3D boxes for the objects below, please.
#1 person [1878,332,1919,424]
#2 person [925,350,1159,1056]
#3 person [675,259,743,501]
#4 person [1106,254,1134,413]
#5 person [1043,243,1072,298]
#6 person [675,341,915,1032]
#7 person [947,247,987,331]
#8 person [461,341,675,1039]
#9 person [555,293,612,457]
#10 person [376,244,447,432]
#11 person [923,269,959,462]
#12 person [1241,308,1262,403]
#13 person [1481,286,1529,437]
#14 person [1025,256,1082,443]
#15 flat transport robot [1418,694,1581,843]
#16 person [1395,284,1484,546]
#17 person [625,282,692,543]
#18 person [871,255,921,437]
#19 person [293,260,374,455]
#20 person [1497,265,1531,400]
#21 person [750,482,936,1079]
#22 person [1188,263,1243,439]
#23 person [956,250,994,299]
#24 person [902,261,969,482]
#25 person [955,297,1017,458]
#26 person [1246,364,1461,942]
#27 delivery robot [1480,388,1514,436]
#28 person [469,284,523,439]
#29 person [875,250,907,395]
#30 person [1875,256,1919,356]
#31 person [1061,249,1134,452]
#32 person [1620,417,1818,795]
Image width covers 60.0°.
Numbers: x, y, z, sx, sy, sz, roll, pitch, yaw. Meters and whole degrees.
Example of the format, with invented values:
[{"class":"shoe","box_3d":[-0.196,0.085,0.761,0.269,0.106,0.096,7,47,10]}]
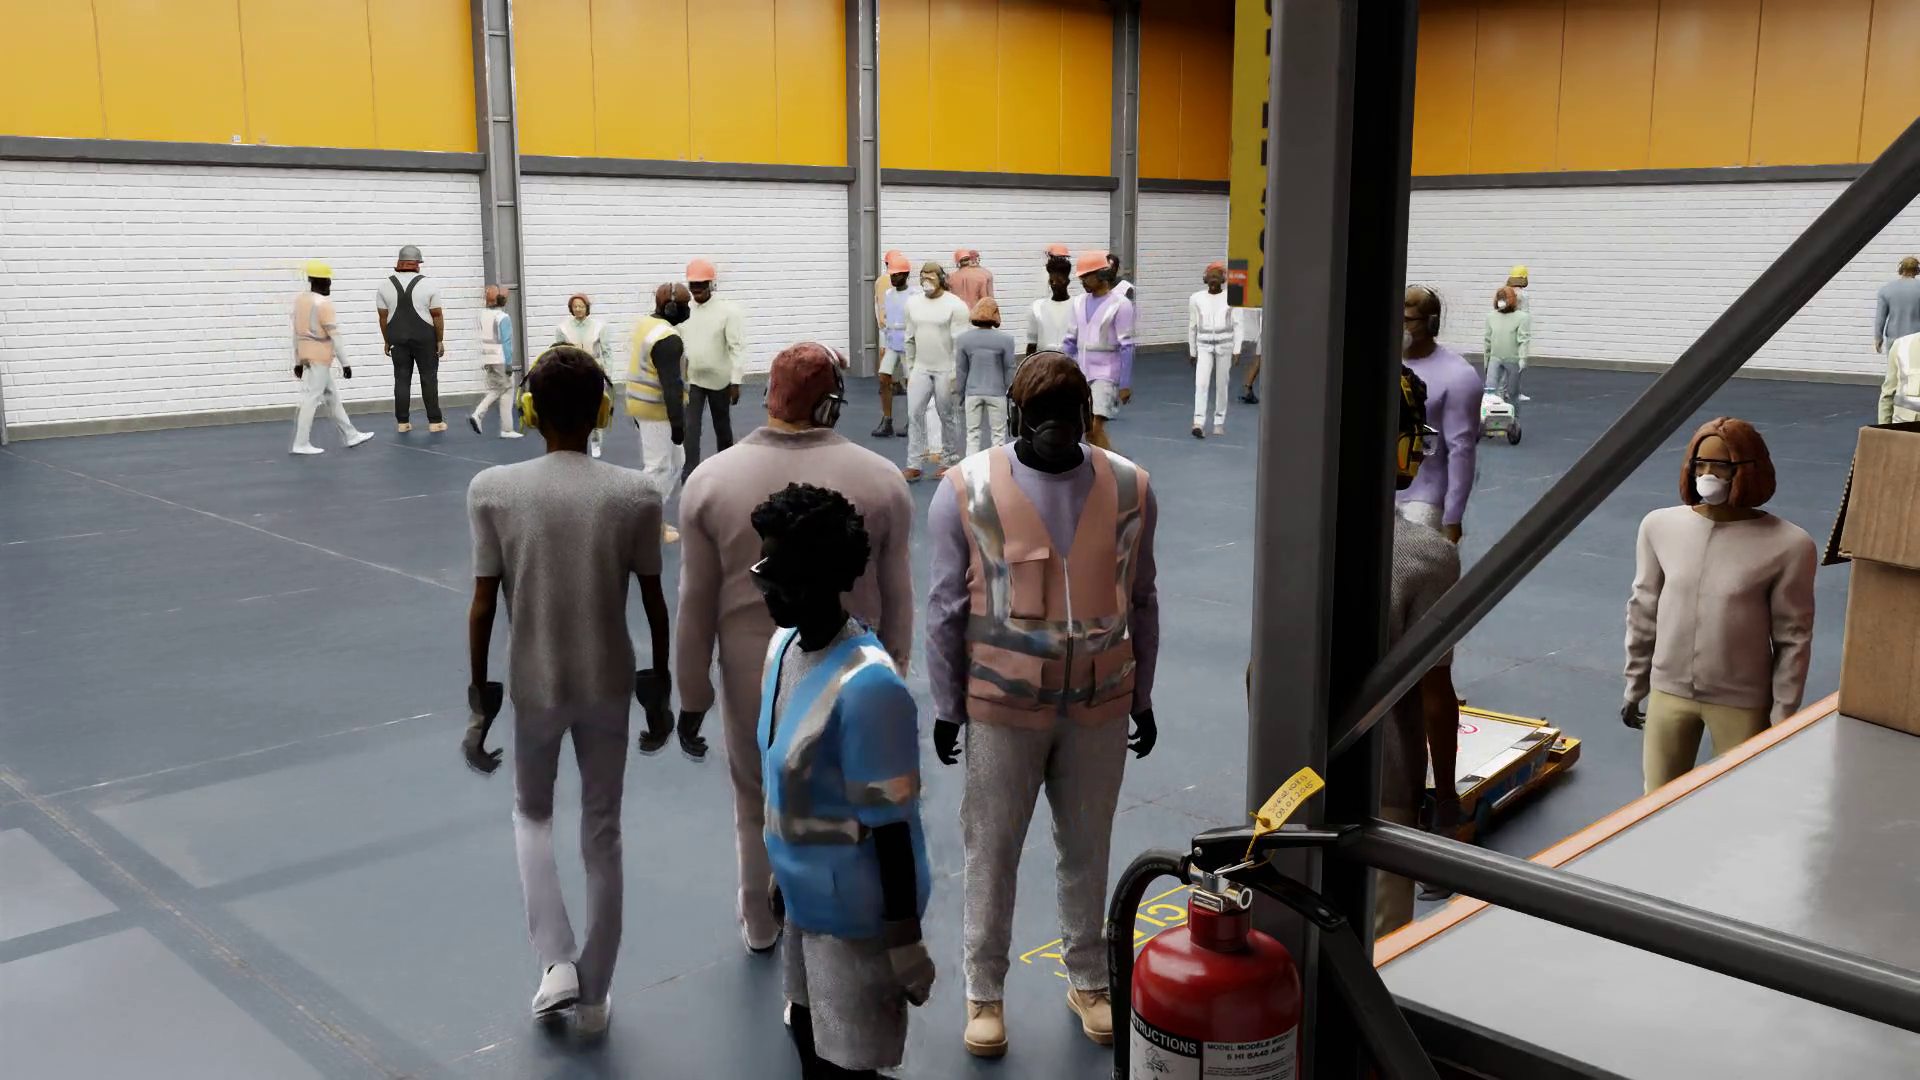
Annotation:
[{"class":"person","box_3d":[6.039,-0.668,10.354,0.601,1.830,0.403,8,13,37]},{"class":"person","box_3d":[0.226,0.427,4.357,0.633,1.843,0.429,-2,11,-12]},{"class":"person","box_3d":[-2.068,-1.311,13.571,0.638,1.941,1.020,1,10,7]},{"class":"person","box_3d":[1.790,-2.458,19.895,0.631,1.906,0.487,9,14,41]},{"class":"person","box_3d":[1.363,-3.168,23.457,0.435,2.023,0.635,-2,11,-12]},{"class":"person","box_3d":[-0.451,0.386,4.592,0.656,1.858,0.960,0,10,-2]},{"class":"person","box_3d":[0.092,-3.125,23.397,0.614,1.968,0.727,0,10,-1]},{"class":"person","box_3d":[-1.038,0.409,4.421,0.561,1.850,0.400,-3,11,-14]},{"class":"person","box_3d":[-3.550,-1.537,15.733,0.516,1.600,0.845,-2,11,-11]},{"class":"person","box_3d":[-5.944,-2.198,18.130,0.687,2.000,0.535,0,10,-1]},{"class":"person","box_3d":[-0.240,-1.660,15.743,0.430,1.844,0.624,-4,11,-23]},{"class":"person","box_3d":[3.948,-2.674,21.137,0.971,1.899,0.557,-8,13,-38]},{"class":"person","box_3d":[5.732,-1.870,17.556,0.519,1.586,0.852,8,13,37]},{"class":"person","box_3d":[0.846,-1.421,14.127,0.618,1.953,0.426,3,11,14]},{"class":"flat transport robot","box_3d":[1.796,0.855,6.314,0.652,0.197,1.431,8,13,37]},{"class":"person","box_3d":[1.970,-0.162,7.349,0.431,1.922,0.651,-8,13,-36]},{"class":"person","box_3d":[-2.065,-0.861,11.474,0.457,1.816,0.664,-4,11,-21]},{"class":"person","box_3d":[-0.678,-2.009,17.432,0.578,1.911,0.750,8,13,37]},{"class":"person","box_3d":[-6.184,-1.790,16.327,0.608,1.875,0.965,9,14,41]},{"class":"person","box_3d":[7.214,-2.685,21.598,0.294,1.744,0.486,-5,12,-26]},{"class":"person","box_3d":[-0.156,0.702,3.307,0.585,1.680,0.529,-3,11,-13]},{"class":"person","box_3d":[2.679,-1.989,17.549,0.583,1.832,0.957,3,11,14]},{"class":"person","box_3d":[0.209,-3.573,26.006,0.643,1.905,0.400,0,10,2]},{"class":"person","box_3d":[-0.258,-1.427,14.292,0.635,1.905,0.851,5,11,25]},{"class":"person","box_3d":[0.214,-1.160,13.583,0.507,1.630,0.268,2,11,12]},{"class":"person","box_3d":[0.861,0.553,3.621,0.313,1.860,0.538,-10,14,-42]},{"class":"delivery robot","box_3d":[5.457,-1.328,17.186,0.477,0.478,0.707,0,10,-1]},{"class":"person","box_3d":[-4.868,-1.856,17.401,0.524,1.620,0.454,9,14,41]},{"class":"person","box_3d":[-0.888,-2.908,22.280,0.364,1.935,0.553,-10,14,-43]},{"class":"person","box_3d":[11.200,-2.414,19.742,0.635,1.896,1.022,9,14,41]},{"class":"person","box_3d":[1.036,-1.290,13.239,0.513,2.013,0.627,-8,13,-36]},{"class":"person","box_3d":[2.130,0.463,4.730,0.501,1.633,0.285,10,15,44]}]
